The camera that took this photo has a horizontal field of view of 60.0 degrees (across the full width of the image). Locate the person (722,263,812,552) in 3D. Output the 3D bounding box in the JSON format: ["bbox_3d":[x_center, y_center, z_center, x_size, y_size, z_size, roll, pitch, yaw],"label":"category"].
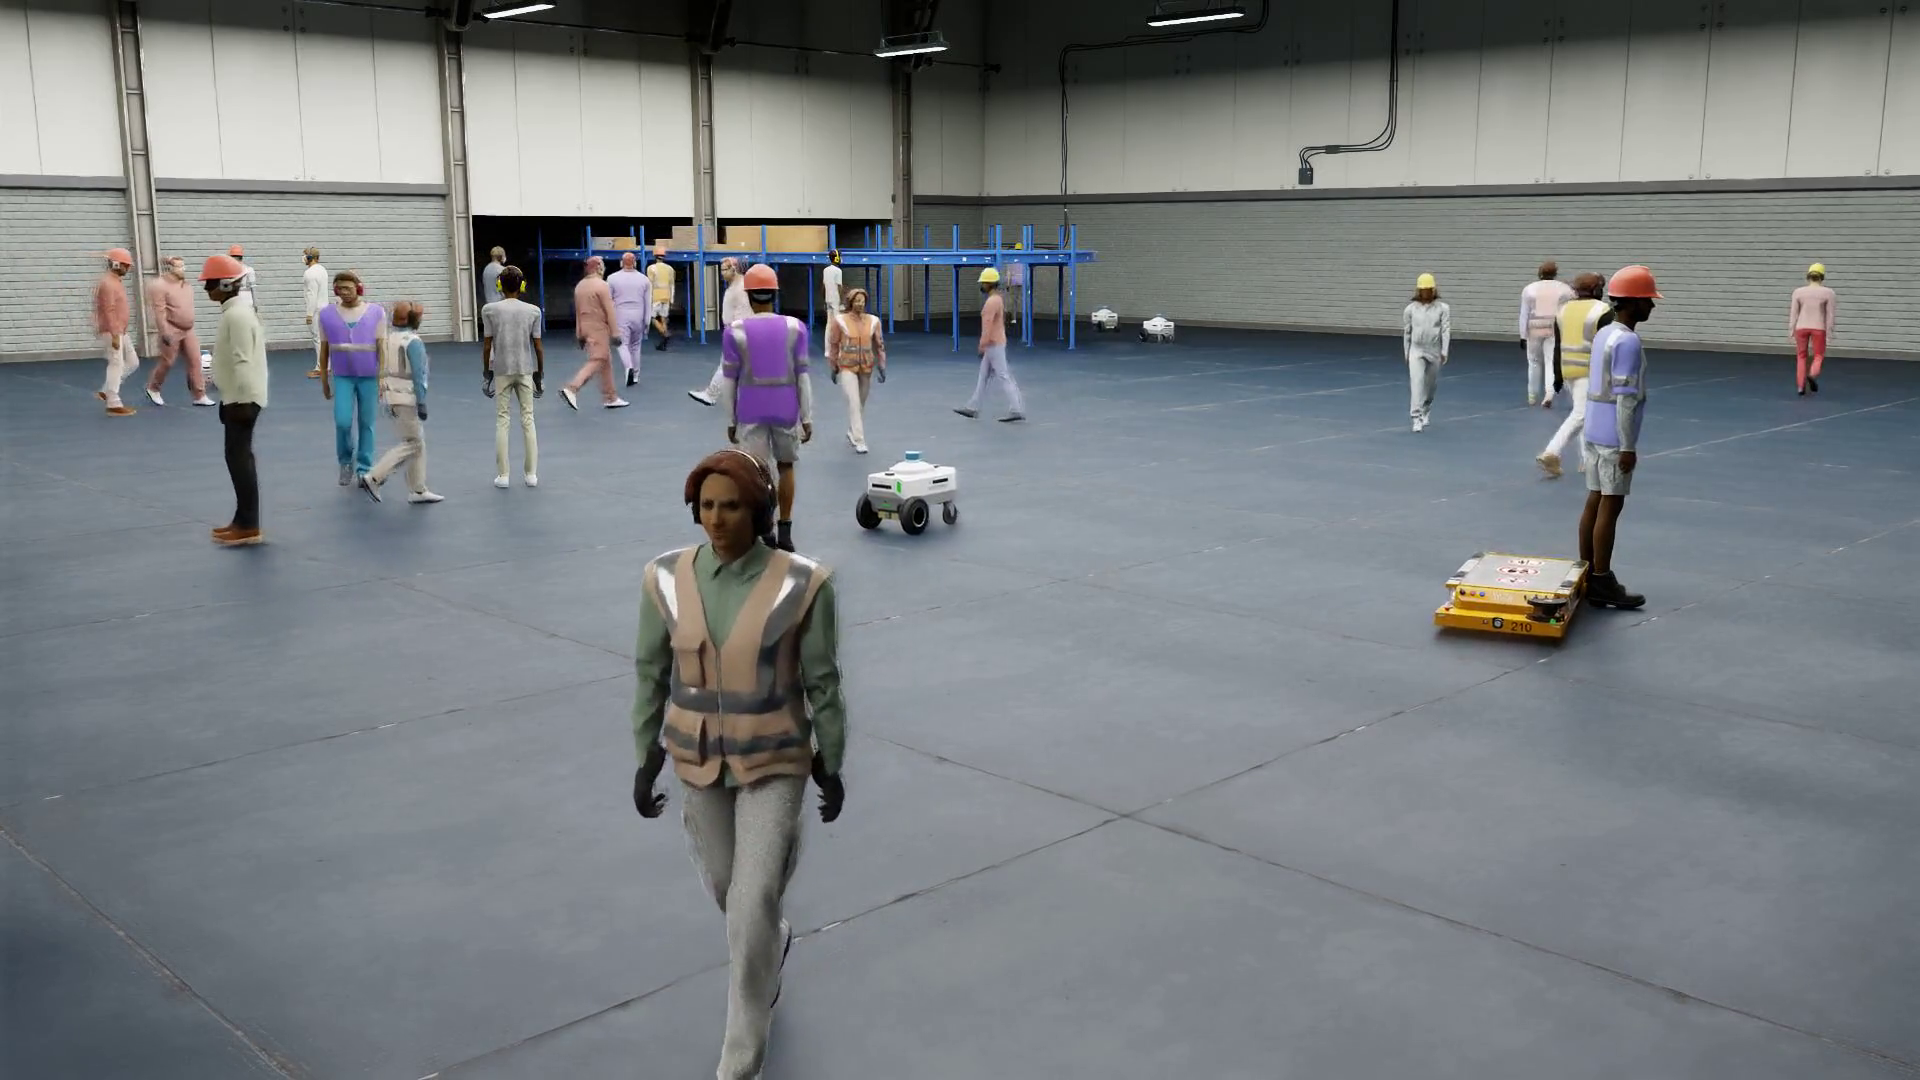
[{"bbox_3d":[-1.254,-0.815,10.769,0.557,1.922,0.551,-2,11,-12],"label":"person"}]

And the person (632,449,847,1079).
[{"bbox_3d":[-0.538,0.551,4.197,0.526,1.602,0.804,3,11,14],"label":"person"}]

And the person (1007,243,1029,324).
[{"bbox_3d":[1.413,-6.171,39.986,0.585,1.928,0.378,0,10,0],"label":"person"}]

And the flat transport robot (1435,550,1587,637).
[{"bbox_3d":[3.160,0.283,9.432,0.652,0.197,1.431,5,12,25],"label":"flat transport robot"}]

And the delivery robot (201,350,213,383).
[{"bbox_3d":[-10.329,-2.361,22.816,0.477,0.478,0.707,-6,12,-28],"label":"delivery robot"}]

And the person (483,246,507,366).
[{"bbox_3d":[-7.487,-3.794,26.999,0.355,1.936,0.635,-10,14,-43],"label":"person"}]

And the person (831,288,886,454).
[{"bbox_3d":[-1.024,-1.698,16.506,0.528,1.598,0.849,-4,11,-20],"label":"person"}]

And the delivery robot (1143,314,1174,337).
[{"bbox_3d":[3.959,-4.253,33.135,0.477,0.478,0.707,-5,11,-24],"label":"delivery robot"}]

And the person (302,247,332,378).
[{"bbox_3d":[-9.647,-3.412,24.912,0.372,1.940,0.630,-1,10,-4],"label":"person"}]

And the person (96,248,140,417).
[{"bbox_3d":[-9.912,-2.450,19.603,0.501,1.966,0.689,-3,11,-16],"label":"person"}]

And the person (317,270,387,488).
[{"bbox_3d":[-5.083,-1.349,13.988,0.557,1.820,0.501,-3,11,-16],"label":"person"}]

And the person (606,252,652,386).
[{"bbox_3d":[-4.675,-3.129,23.528,0.640,1.882,0.839,-4,11,-22],"label":"person"}]

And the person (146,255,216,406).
[{"bbox_3d":[-9.779,-2.608,20.696,0.908,1.875,0.652,4,11,22],"label":"person"}]

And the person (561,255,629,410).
[{"bbox_3d":[-4.482,-2.523,20.261,0.894,1.872,0.645,-8,13,-39],"label":"person"}]

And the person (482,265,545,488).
[{"bbox_3d":[-3.786,-1.386,14.088,0.517,1.865,0.322,-4,11,-20],"label":"person"}]

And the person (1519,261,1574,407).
[{"bbox_3d":[7.264,-2.551,20.631,0.632,1.805,0.973,3,11,15],"label":"person"}]

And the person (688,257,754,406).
[{"bbox_3d":[-2.756,-2.507,20.236,1.071,1.836,0.657,-4,11,-23],"label":"person"}]

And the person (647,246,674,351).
[{"bbox_3d":[-5.501,-4.452,30.630,0.559,1.918,0.499,-8,13,-38],"label":"person"}]

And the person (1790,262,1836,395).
[{"bbox_3d":[11.286,-2.795,22.065,0.527,1.757,0.433,7,12,33],"label":"person"}]

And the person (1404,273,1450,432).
[{"bbox_3d":[5.101,-2.077,18.267,0.484,1.707,0.823,2,11,8],"label":"person"}]

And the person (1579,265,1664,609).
[{"bbox_3d":[3.786,-0.598,9.565,0.376,1.939,0.547,1,10,5],"label":"person"}]

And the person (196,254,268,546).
[{"bbox_3d":[-5.020,-0.976,11.513,0.441,1.984,0.656,-5,12,-26],"label":"person"}]

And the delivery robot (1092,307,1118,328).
[{"bbox_3d":[3.202,-4.915,36.745,0.477,0.478,0.707,-4,11,-20],"label":"delivery robot"}]

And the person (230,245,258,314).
[{"bbox_3d":[-12.304,-4.058,28.437,0.545,1.939,0.354,-4,11,-22],"label":"person"}]

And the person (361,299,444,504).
[{"bbox_3d":[-4.381,-1.067,12.972,0.601,1.619,0.545,-8,13,-38],"label":"person"}]

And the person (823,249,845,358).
[{"bbox_3d":[-2.182,-4.115,28.933,0.319,1.870,0.521,-9,13,-39],"label":"person"}]

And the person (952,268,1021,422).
[{"bbox_3d":[0.313,-2.218,18.966,0.883,1.731,0.542,2,11,10],"label":"person"}]

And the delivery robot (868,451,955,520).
[{"bbox_3d":[-0.347,-0.404,12.143,0.477,0.478,0.707,8,13,36],"label":"delivery robot"}]

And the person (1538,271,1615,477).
[{"bbox_3d":[5.481,-1.469,14.699,0.907,1.808,0.622,-4,11,-21],"label":"person"}]
